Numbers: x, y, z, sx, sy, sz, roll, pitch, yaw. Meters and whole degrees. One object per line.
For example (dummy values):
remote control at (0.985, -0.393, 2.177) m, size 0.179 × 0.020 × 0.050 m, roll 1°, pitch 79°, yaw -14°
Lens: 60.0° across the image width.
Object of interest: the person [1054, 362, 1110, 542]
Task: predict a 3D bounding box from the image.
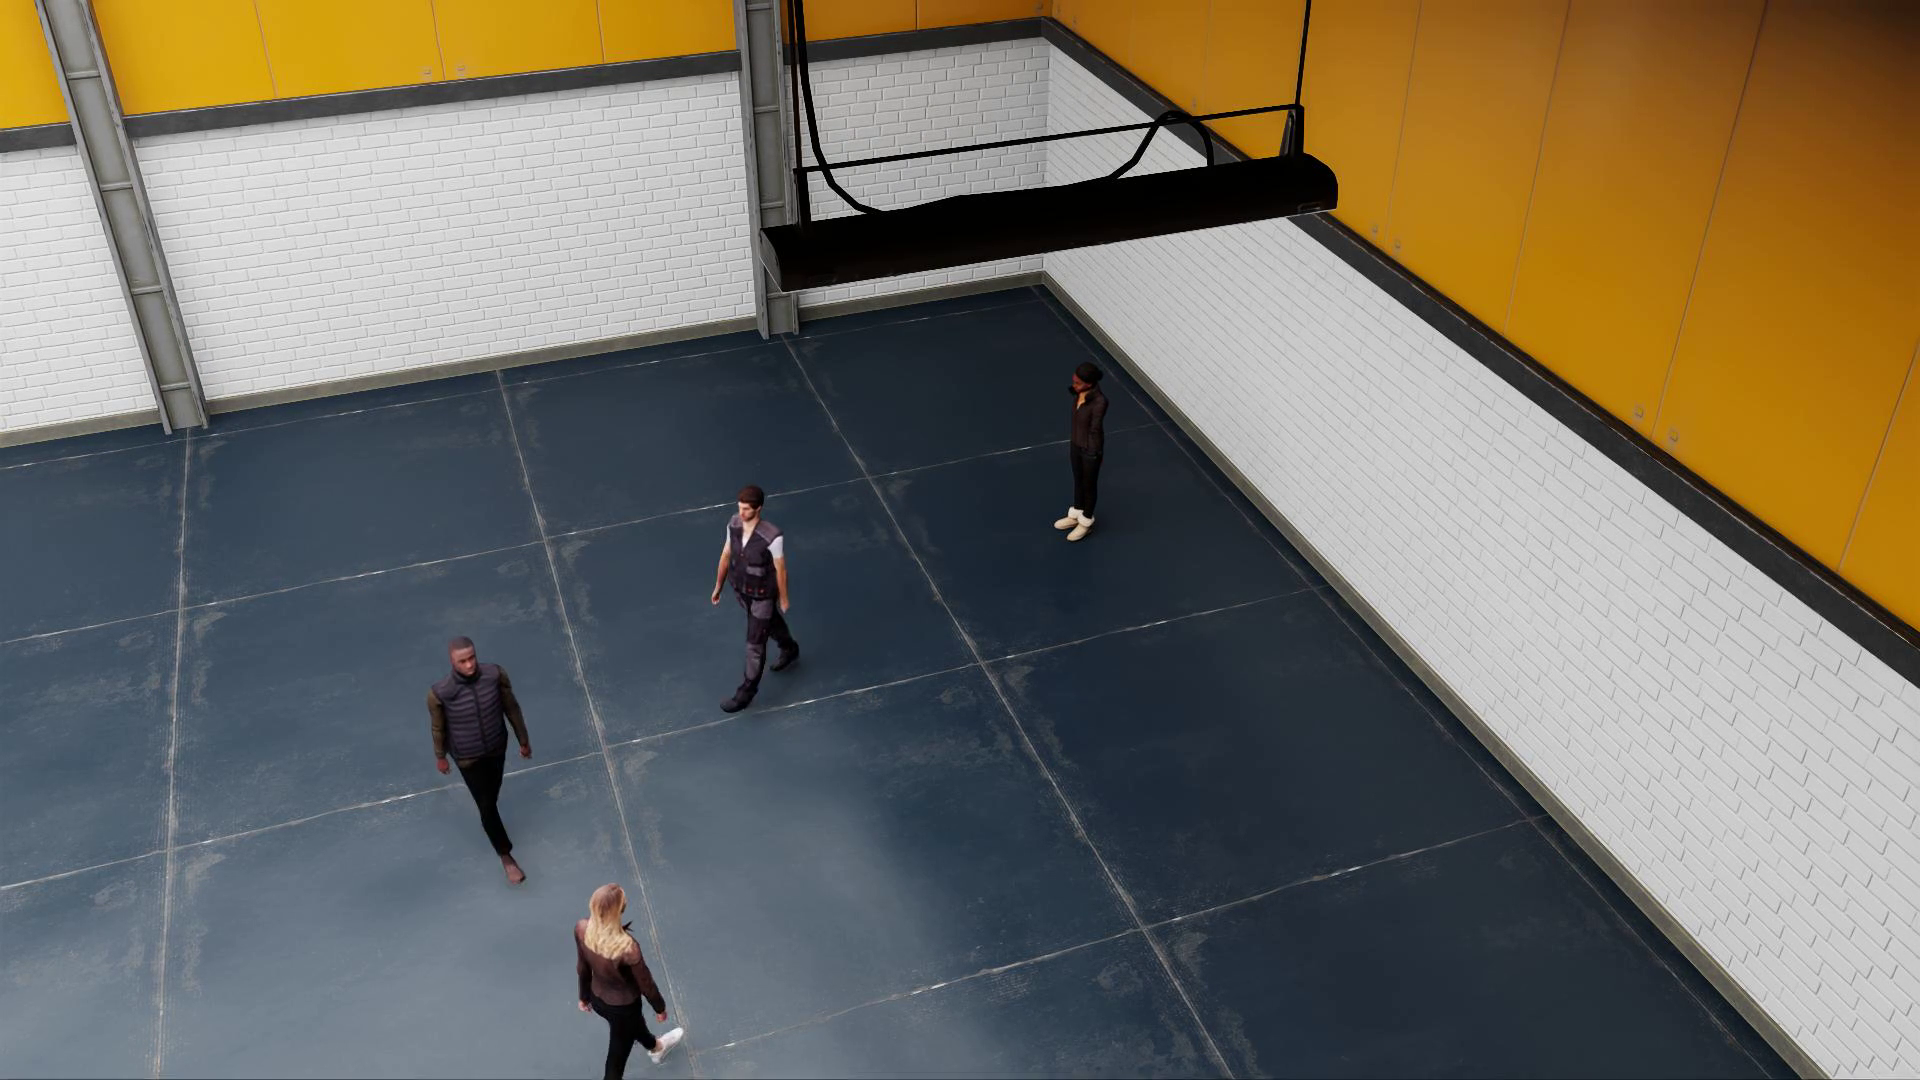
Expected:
person at (1.105, -0.803, 14.381) m, size 0.669 × 1.661 × 0.618 m, roll -17°, pitch 37°, yaw -23°

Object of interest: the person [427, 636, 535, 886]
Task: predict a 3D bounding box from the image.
person at (-3.205, 1.343, 11.028) m, size 1.119 × 1.799 × 0.992 m, roll -22°, pitch 40°, yaw -30°

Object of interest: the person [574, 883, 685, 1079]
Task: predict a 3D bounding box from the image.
person at (-1.946, 2.640, 9.205) m, size 1.045 × 1.656 × 1.197 m, roll 20°, pitch 39°, yaw 28°

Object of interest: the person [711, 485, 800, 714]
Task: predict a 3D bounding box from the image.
person at (-1.463, 0.345, 12.531) m, size 1.074 × 1.796 × 1.283 m, roll 24°, pitch 40°, yaw 31°
